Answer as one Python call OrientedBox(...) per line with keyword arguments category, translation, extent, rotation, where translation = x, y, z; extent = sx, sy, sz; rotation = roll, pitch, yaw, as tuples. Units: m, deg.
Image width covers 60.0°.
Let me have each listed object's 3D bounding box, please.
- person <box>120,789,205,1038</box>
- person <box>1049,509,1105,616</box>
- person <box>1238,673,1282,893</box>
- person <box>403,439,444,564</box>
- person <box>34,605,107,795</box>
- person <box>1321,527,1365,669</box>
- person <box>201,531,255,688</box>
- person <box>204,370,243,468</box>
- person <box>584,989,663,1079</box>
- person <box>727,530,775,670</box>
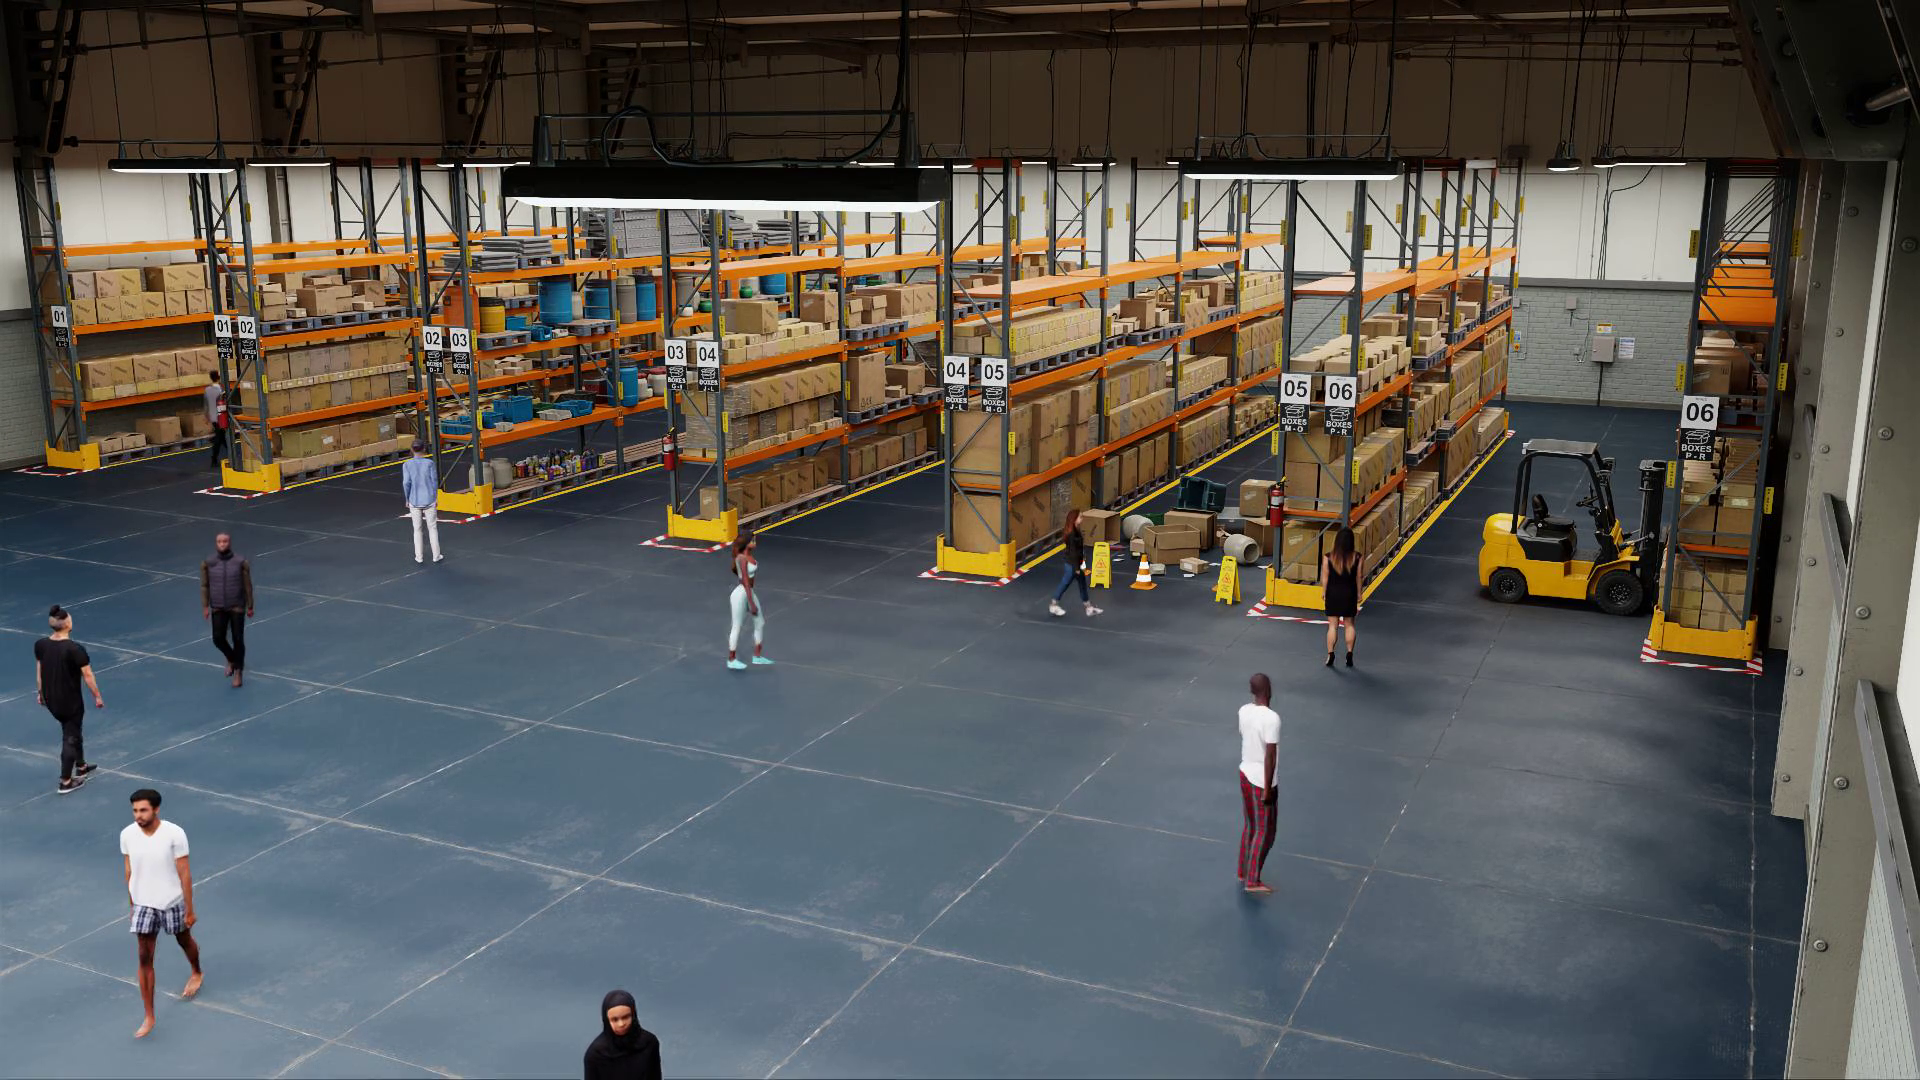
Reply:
OrientedBox(category="person", translation=(-5.673, 2.574, 11.917), extent=(1.001, 1.684, 1.218), rotation=(0, 13, -2))
OrientedBox(category="person", translation=(1.444, 0.329, 22.169), extent=(0.739, 1.432, 0.940), rotation=(3, 13, 14))
OrientedBox(category="person", translation=(2.479, 2.048, 13.941), extent=(0.930, 1.795, 0.880), rotation=(-2, 13, -9))
OrientedBox(category="person", translation=(-8.140, -0.601, 25.176), extent=(0.740, 1.888, 0.766), rotation=(-3, 13, -12))
OrientedBox(category="person", translation=(-8.679, 1.538, 16.016), extent=(0.794, 1.853, 0.886), rotation=(4, 14, 15))
OrientedBox(category="person", translation=(4.595, 0.688, 19.986), extent=(0.720, 1.718, 0.705), rotation=(1, 13, 6))
OrientedBox(category="person", translation=(-8.493, 0.777, 19.355), extent=(0.890, 1.829, 0.942), rotation=(-3, 13, -13))
OrientedBox(category="person", translation=(-14.671, -2.354, 32.760), extent=(0.760, 1.882, 1.126), rotation=(6, 14, 24))
OrientedBox(category="person", translation=(-1.867, 3.223, 9.251), extent=(0.783, 1.621, 0.853), rotation=(-8, 15, -32))
OrientedBox(category="person", translation=(-2.656, 0.722, 19.868), extent=(0.719, 1.705, 0.767), rotation=(3, 13, 13))
